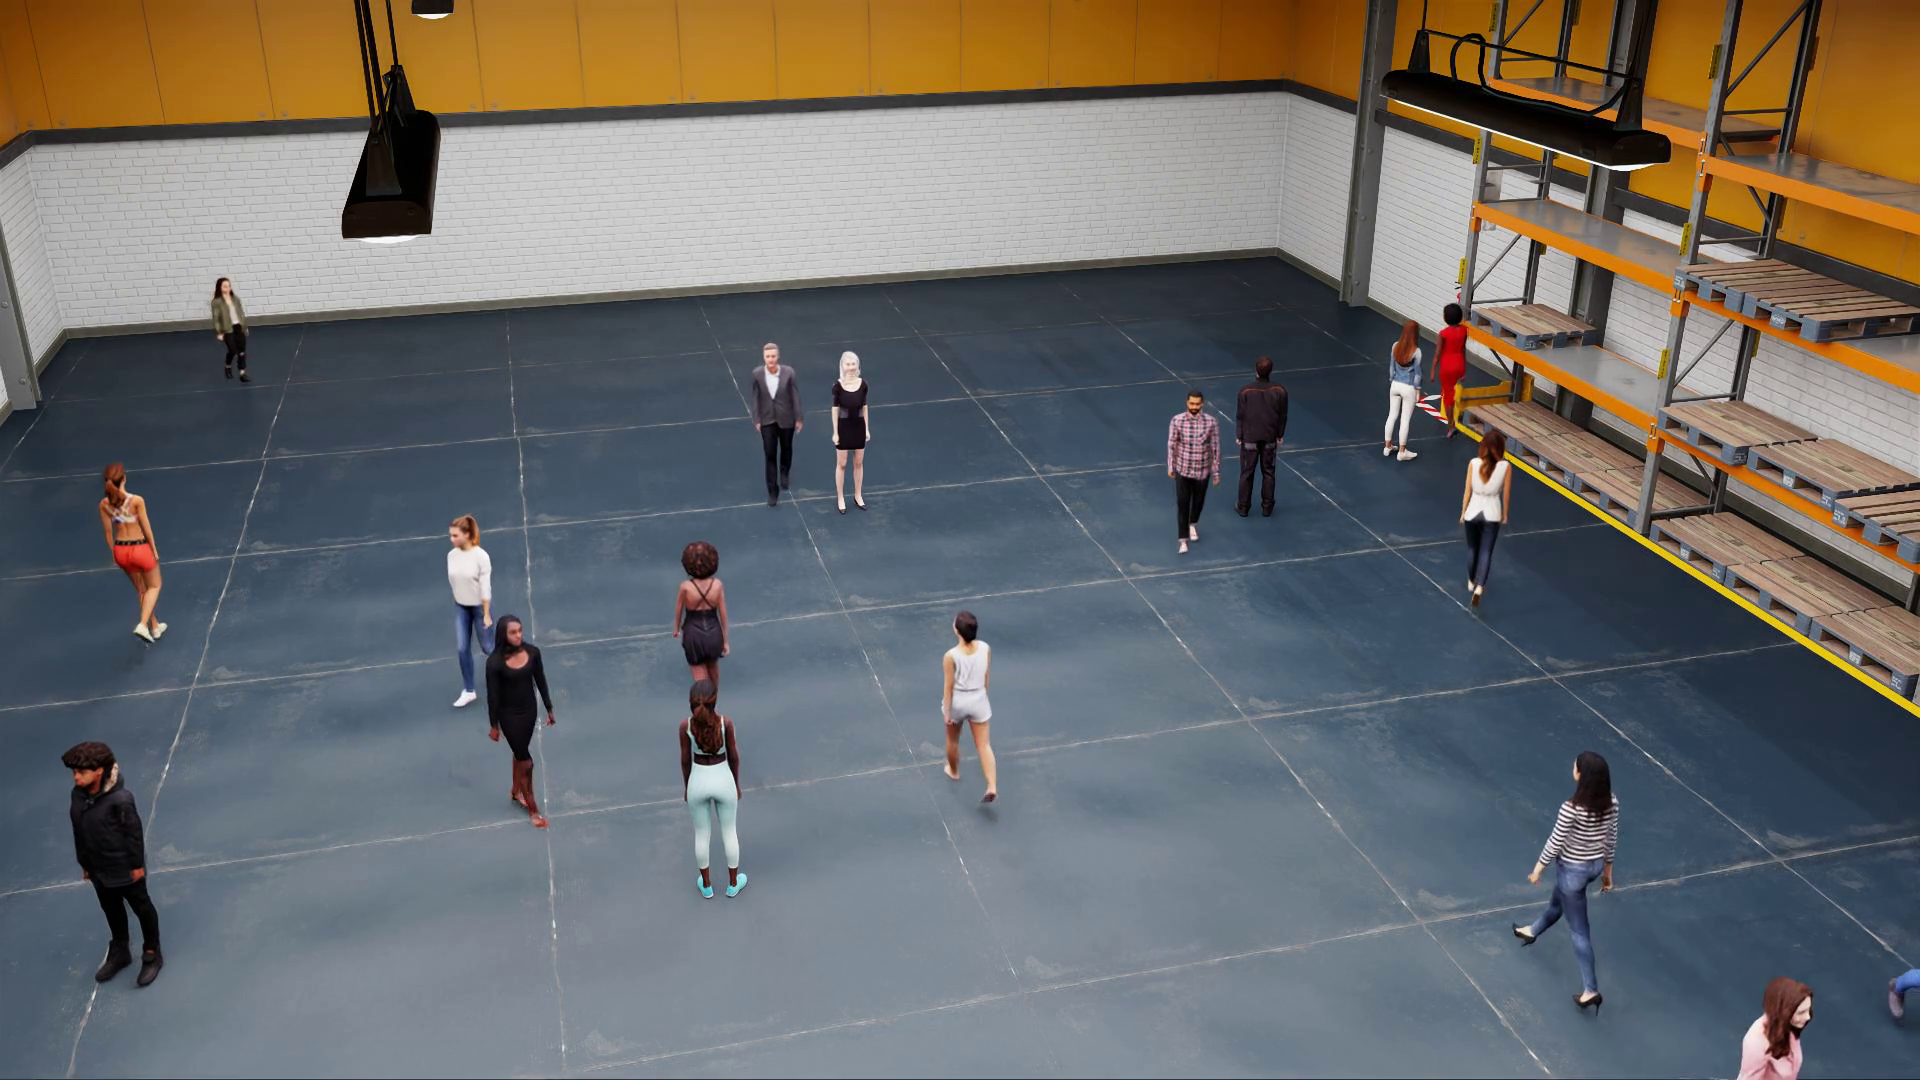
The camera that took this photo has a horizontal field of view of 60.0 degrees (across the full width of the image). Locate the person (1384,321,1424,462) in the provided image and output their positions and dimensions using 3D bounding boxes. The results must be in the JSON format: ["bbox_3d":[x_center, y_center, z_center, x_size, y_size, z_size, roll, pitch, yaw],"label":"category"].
[{"bbox_3d":[5.347,-1.811,20.055,0.745,1.701,0.586,-17,29,-33],"label":"person"}]

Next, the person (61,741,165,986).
[{"bbox_3d":[-5.597,2.105,10.999,0.717,1.779,0.727,4,24,10],"label":"person"}]

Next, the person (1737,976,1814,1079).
[{"bbox_3d":[4.133,3.043,8.875,0.911,1.762,1.215,-16,28,-32],"label":"person"}]

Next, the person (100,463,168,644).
[{"bbox_3d":[-7.672,0.172,15.423,0.677,1.777,0.906,-2,24,-4],"label":"person"}]

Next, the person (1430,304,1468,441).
[{"bbox_3d":[6.111,-2.033,20.533,0.649,1.724,0.668,-9,25,-19],"label":"person"}]

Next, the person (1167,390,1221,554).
[{"bbox_3d":[2.476,-0.763,17.631,0.944,1.722,1.187,2,24,4],"label":"person"}]

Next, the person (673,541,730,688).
[{"bbox_3d":[-2.108,0.920,13.768,0.651,1.732,1.136,-10,26,-22],"label":"person"}]

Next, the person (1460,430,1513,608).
[{"bbox_3d":[5.121,-0.194,16.280,0.943,1.761,1.100,8,25,17],"label":"person"}]

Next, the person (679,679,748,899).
[{"bbox_3d":[-1.771,1.768,11.839,0.597,1.724,0.580,-2,24,-4],"label":"person"}]

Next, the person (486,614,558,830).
[{"bbox_3d":[-3.463,1.347,12.837,0.982,1.695,0.882,19,30,37],"label":"person"}]

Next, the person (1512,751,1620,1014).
[{"bbox_3d":[4.038,2.245,10.731,0.735,1.737,1.169,-10,26,-22],"label":"person"}]

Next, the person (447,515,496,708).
[{"bbox_3d":[-4.196,0.591,14.561,0.965,1.699,1.094,9,25,20],"label":"person"}]

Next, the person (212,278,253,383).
[{"bbox_3d":[-10.007,-2.877,22.786,0.784,1.466,0.730,16,29,33],"label":"person"}]

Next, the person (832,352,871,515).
[{"bbox_3d":[-1.219,-1.206,18.510,0.612,1.829,0.542,-10,26,-22],"label":"person"}]

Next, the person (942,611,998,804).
[{"bbox_3d":[0.093,1.322,13.039,0.638,1.579,1.029,-9,25,-20],"label":"person"}]

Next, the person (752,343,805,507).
[{"bbox_3d":[-2.072,-1.377,18.951,0.861,1.789,1.242,-2,24,-5],"label":"person"}]

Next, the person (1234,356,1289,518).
[{"bbox_3d":[3.306,-1.141,18.350,0.772,1.839,0.675,0,24,0],"label":"person"}]
